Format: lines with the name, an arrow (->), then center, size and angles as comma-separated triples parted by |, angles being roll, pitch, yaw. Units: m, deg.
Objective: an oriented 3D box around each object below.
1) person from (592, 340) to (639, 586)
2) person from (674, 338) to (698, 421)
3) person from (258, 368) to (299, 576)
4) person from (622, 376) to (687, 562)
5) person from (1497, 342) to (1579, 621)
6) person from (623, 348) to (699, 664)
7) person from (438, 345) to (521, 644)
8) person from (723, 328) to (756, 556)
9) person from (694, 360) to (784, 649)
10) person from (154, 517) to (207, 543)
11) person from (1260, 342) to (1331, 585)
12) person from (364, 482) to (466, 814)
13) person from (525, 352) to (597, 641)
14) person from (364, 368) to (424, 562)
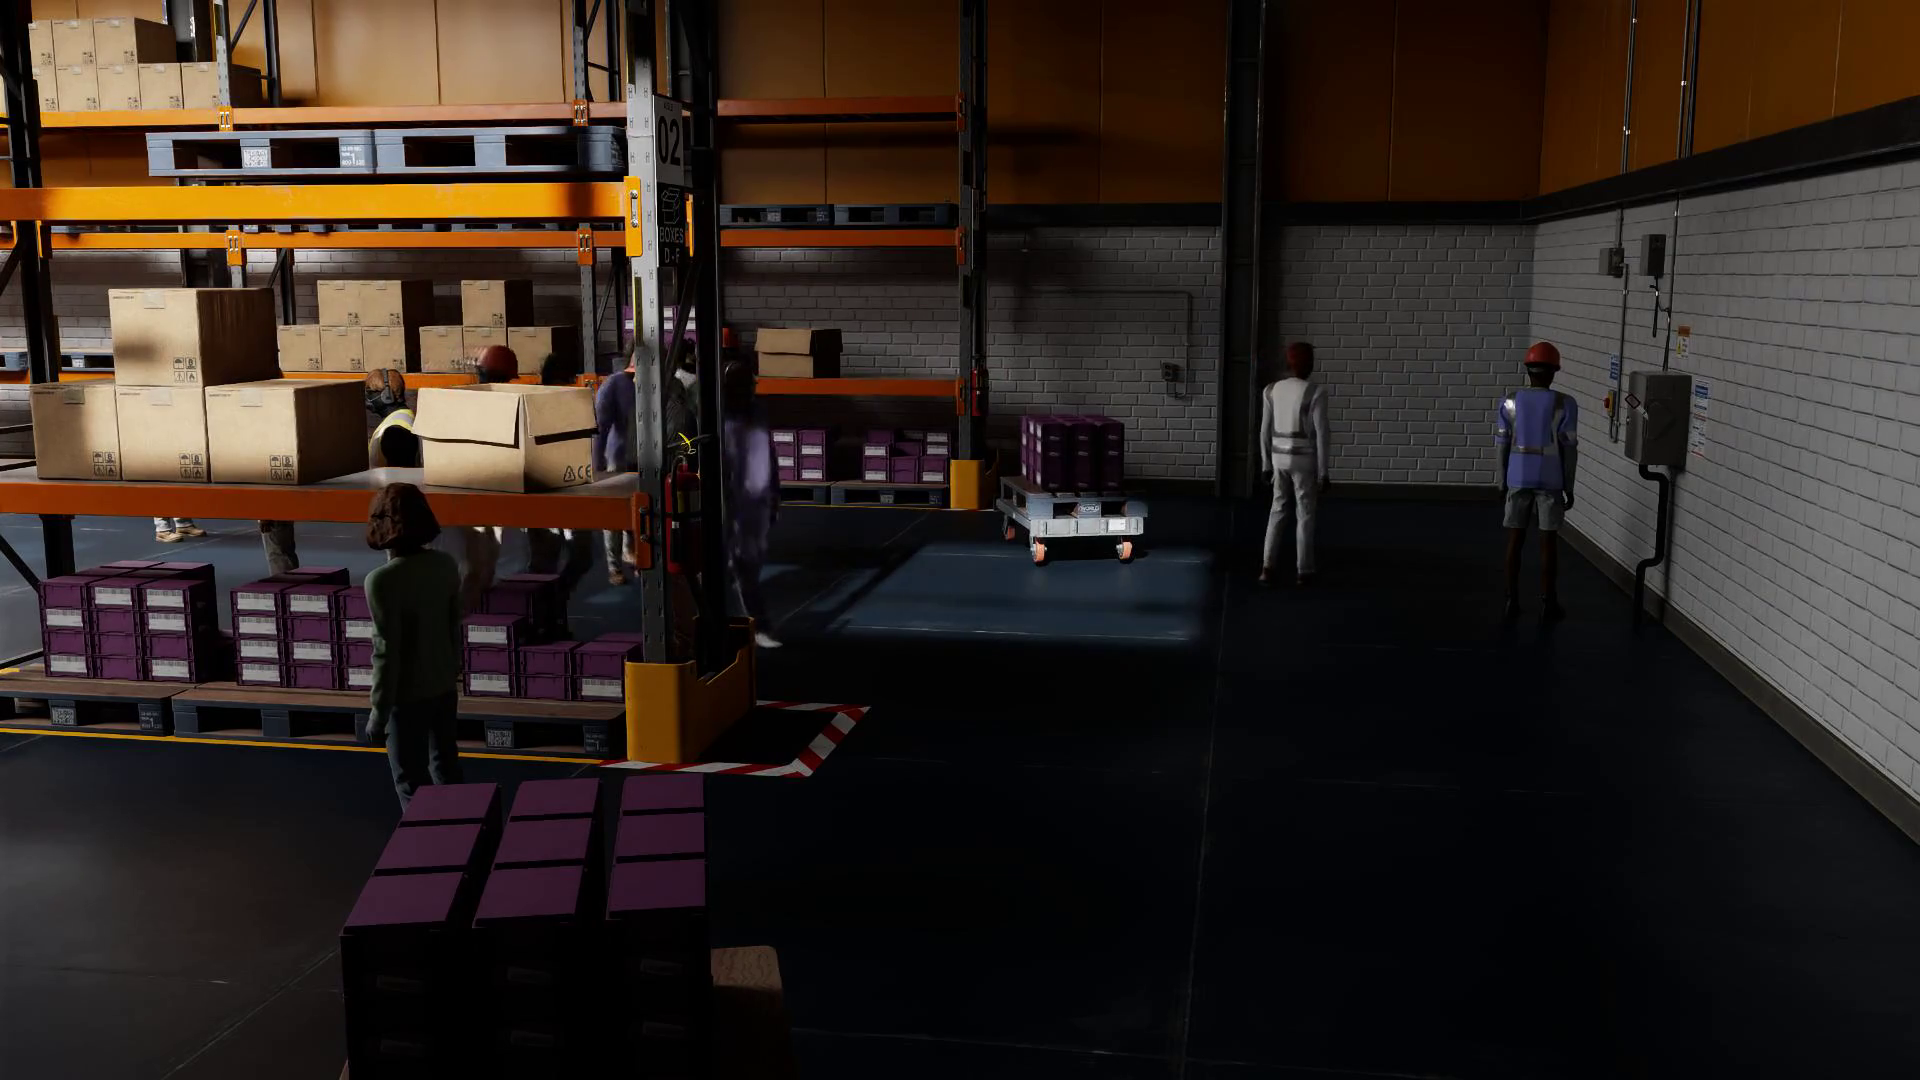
person -> -2.501, -0.589, 12.728 | 0.769, 1.907, 0.627 | -9, 13, -43
person -> -2.478, -0.858, 14.653 | 0.786, 1.839, 0.500 | -9, 13, -43
person -> -4.534, -0.262, 10.941 | 0.403, 1.837, 0.586 | -3, 10, -17
person -> -2.565, -0.700, 13.716 | 0.658, 1.816, 0.496 | -1, 9, -6
person -> 3.999, -0.404, 11.537 | 0.542, 1.929, 0.368 | 6, 11, 31
person -> -1.813, -0.184, 9.968 | 0.611, 1.996, 0.379 | 8, 12, 40
person -> -3.055, -0.274, 10.656 | 0.635, 1.944, 0.672 | -9, 13, -44
person -> -1.980, -0.830, 14.154 | 0.364, 1.935, 0.553 | 6, 11, 34
person -> -1.483, -0.237, 10.730 | 0.763, 1.869, 0.693 | 6, 11, 34
person -> -7.056, -0.907, 14.938 | 0.429, 1.839, 0.634 | 2, 9, 13
person -> 2.585, -0.580, 12.790 | 0.589, 1.886, 0.382 | 9, 13, 44
person -> -2.042, 0.598, 6.236 | 0.267, 1.632, 0.507 | 3, 10, 17
person -> -2.560, -0.228, 10.497 | 0.458, 1.914, 0.699 | 4, 10, 26
person -> -3.454, -0.137, 10.197 | 0.430, 1.835, 0.620 | -3, 10, -20
